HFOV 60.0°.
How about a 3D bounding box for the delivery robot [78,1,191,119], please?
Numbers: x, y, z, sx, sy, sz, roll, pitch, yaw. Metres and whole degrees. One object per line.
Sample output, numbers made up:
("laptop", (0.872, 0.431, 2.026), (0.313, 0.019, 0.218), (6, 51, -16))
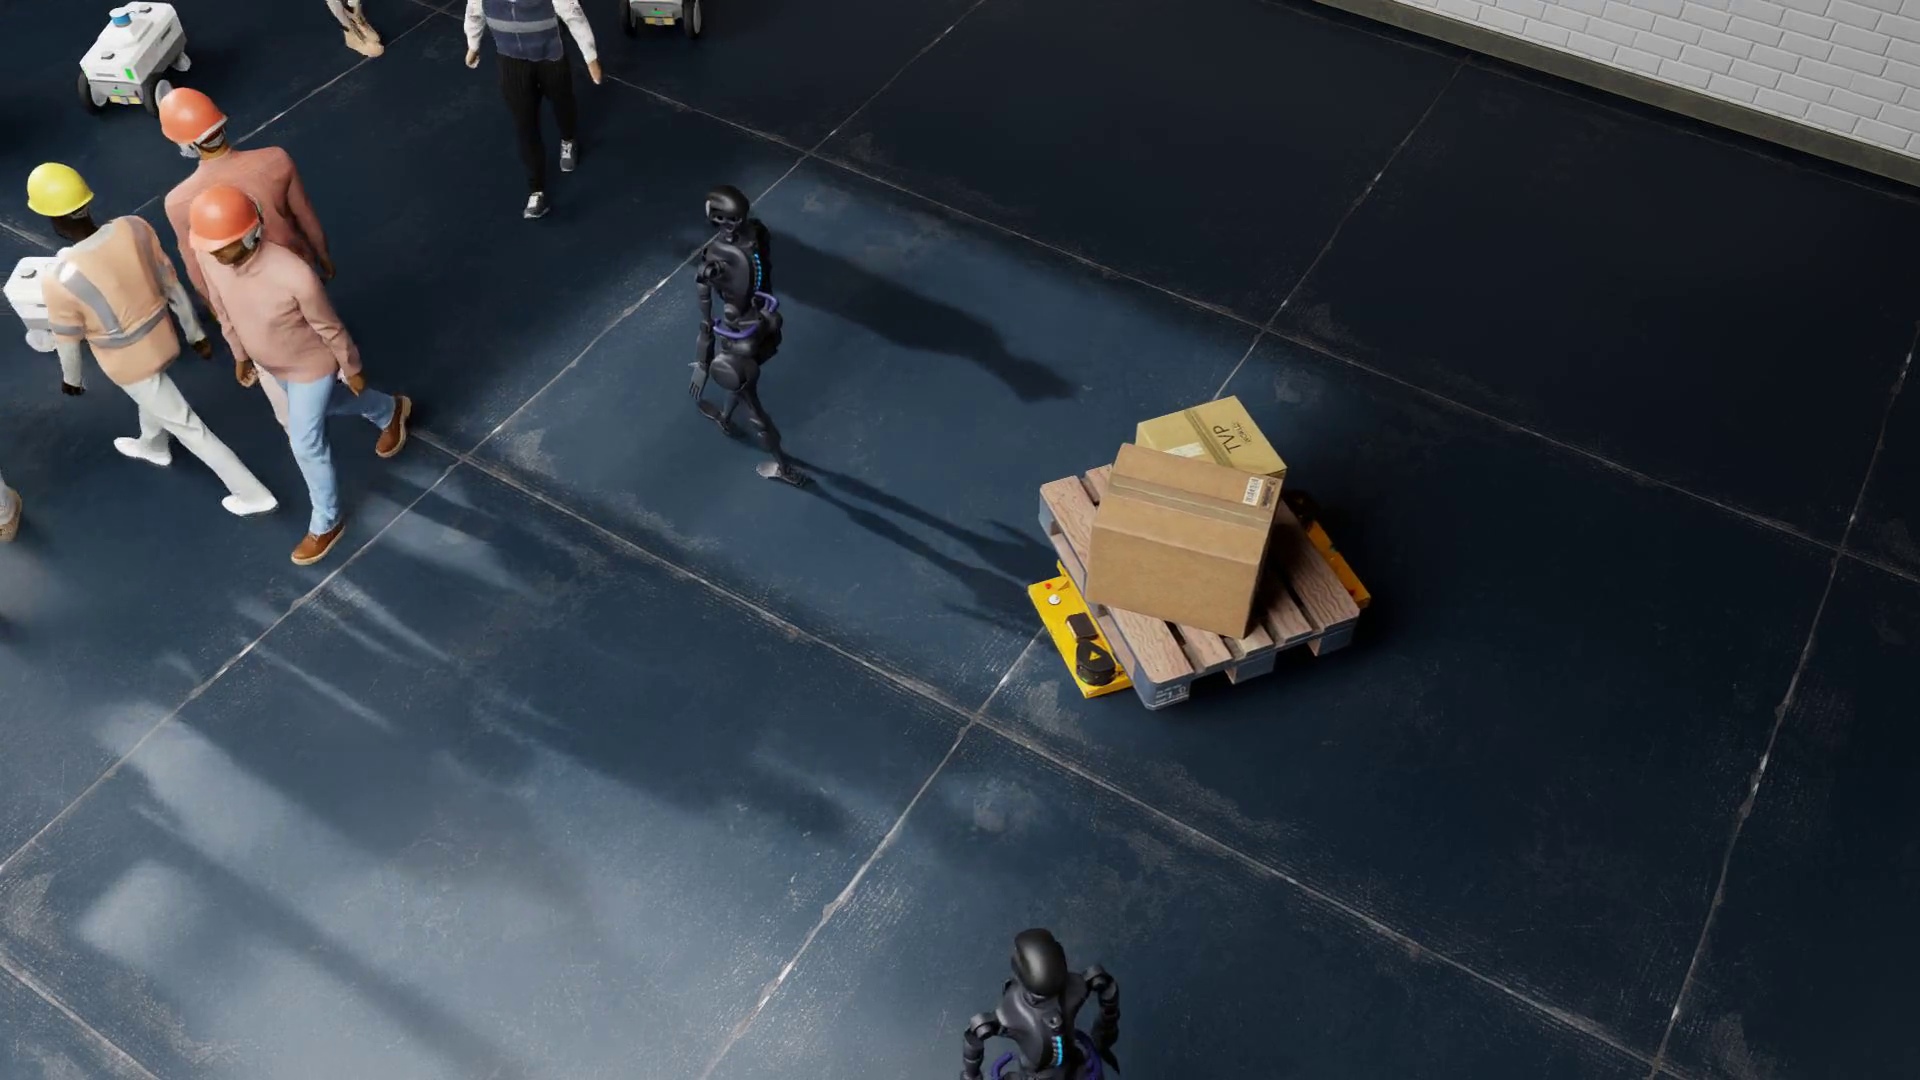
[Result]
("delivery robot", (-5.082, -2.968, 10.216), (0.525, 0.588, 0.759), (5, 49, 5))

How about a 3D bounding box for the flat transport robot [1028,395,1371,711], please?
("flat transport robot", (1.096, 0.230, 7.614), (1.431, 0.231, 0.659), (-17, 51, -14))

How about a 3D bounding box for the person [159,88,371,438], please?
("person", (-3.245, -1.238, 7.766), (0.629, 1.975, 0.402), (-31, 56, -24))

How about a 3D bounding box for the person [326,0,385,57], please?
("person", (-3.920, -3.704, 9.993), (0.439, 1.861, 0.509), (32, 56, 25))

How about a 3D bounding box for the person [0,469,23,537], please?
("person", (-4.520, -0.478, 7.217), (0.653, 1.805, 0.850), (-19, 52, -16))

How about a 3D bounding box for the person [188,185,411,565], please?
("person", (-2.936, -0.870, 7.458), (0.599, 1.956, 0.960), (22, 52, 18))

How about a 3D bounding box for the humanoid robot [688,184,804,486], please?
("humanoid robot", (-1.075, -0.948, 7.729), (0.731, 1.632, 0.590), (21, 52, 18))

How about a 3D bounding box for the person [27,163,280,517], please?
("person", (-3.722, -0.879, 7.517), (1.007, 1.868, 0.590), (13, 50, 11))

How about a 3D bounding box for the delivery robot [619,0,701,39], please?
("delivery robot", (-1.935, -3.612, 10.796), (0.522, 0.614, 0.785), (3, 49, 3))

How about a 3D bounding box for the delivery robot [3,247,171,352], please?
("delivery robot", (-4.548, -1.271, 8.748), (0.805, 0.612, 0.499), (0, 49, 0))

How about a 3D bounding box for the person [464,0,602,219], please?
("person", (-2.368, -2.637, 9.157), (0.788, 1.707, 0.899), (-1, 49, -1))

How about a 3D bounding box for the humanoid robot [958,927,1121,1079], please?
("humanoid robot", (0.286, 1.762, 5.349), (0.636, 1.641, 0.403), (-18, 51, -15))
